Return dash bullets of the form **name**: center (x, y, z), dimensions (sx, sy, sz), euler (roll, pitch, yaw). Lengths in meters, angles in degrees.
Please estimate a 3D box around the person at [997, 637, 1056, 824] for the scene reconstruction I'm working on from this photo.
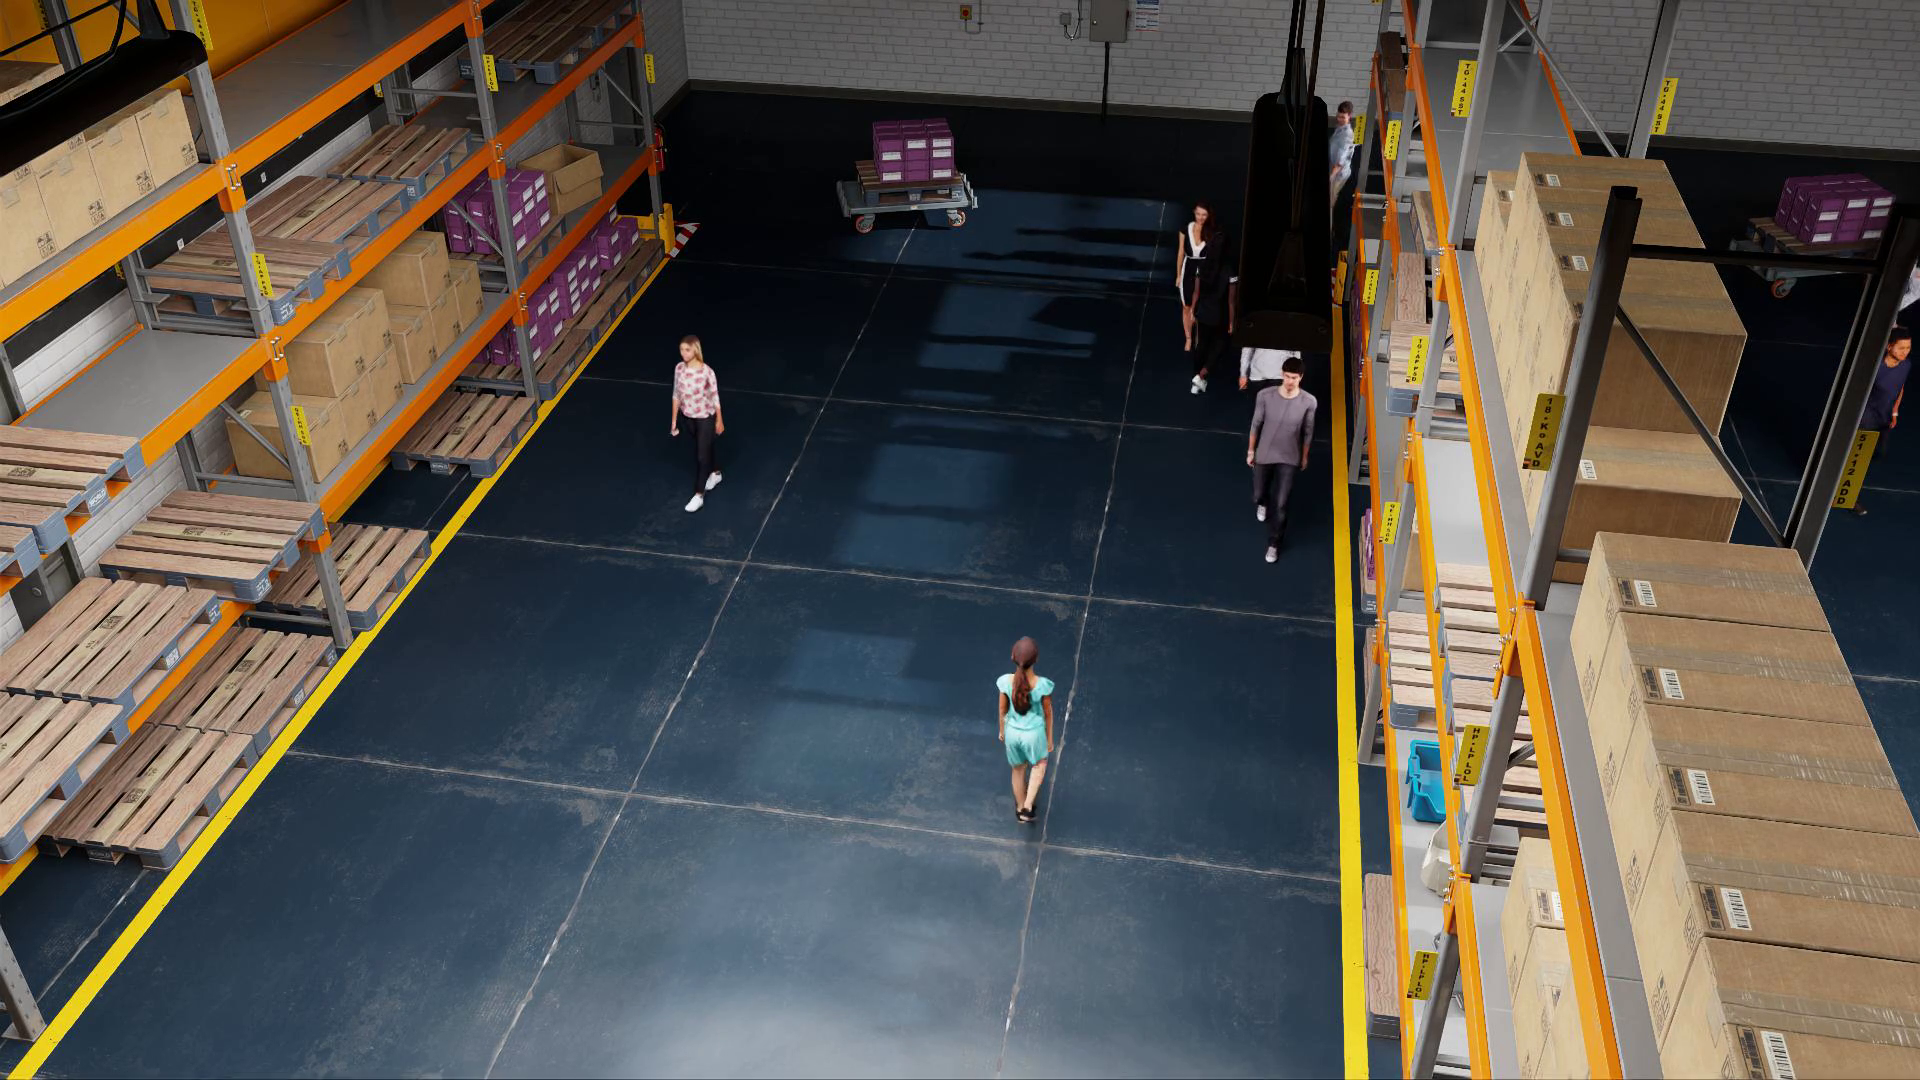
- **person**: center (0.437, 1.349, 11.306), dimensions (0.558, 1.555, 0.632), euler (7, 34, 10)

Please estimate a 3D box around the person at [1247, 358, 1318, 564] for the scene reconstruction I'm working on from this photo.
- **person**: center (2.726, -0.754, 14.219), dimensions (0.749, 1.834, 0.994), euler (9, 35, 13)

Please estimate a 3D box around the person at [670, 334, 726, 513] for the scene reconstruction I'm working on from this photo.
- **person**: center (-2.307, -1.138, 15.007), dimensions (0.730, 1.600, 0.994), euler (14, 36, 21)

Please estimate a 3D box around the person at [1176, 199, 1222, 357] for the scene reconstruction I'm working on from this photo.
- **person**: center (2.443, -2.700, 17.196), dimensions (0.612, 1.778, 0.634), euler (8, 34, 12)

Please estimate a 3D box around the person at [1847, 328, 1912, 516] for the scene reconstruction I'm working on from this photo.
- **person**: center (8.083, -1.121, 14.821), dimensions (0.915, 1.779, 1.031), euler (-13, 36, -18)

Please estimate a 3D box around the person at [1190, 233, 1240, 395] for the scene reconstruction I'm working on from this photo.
- **person**: center (2.485, -2.187, 16.469), dimensions (0.793, 1.729, 0.859), euler (19, 38, 26)
